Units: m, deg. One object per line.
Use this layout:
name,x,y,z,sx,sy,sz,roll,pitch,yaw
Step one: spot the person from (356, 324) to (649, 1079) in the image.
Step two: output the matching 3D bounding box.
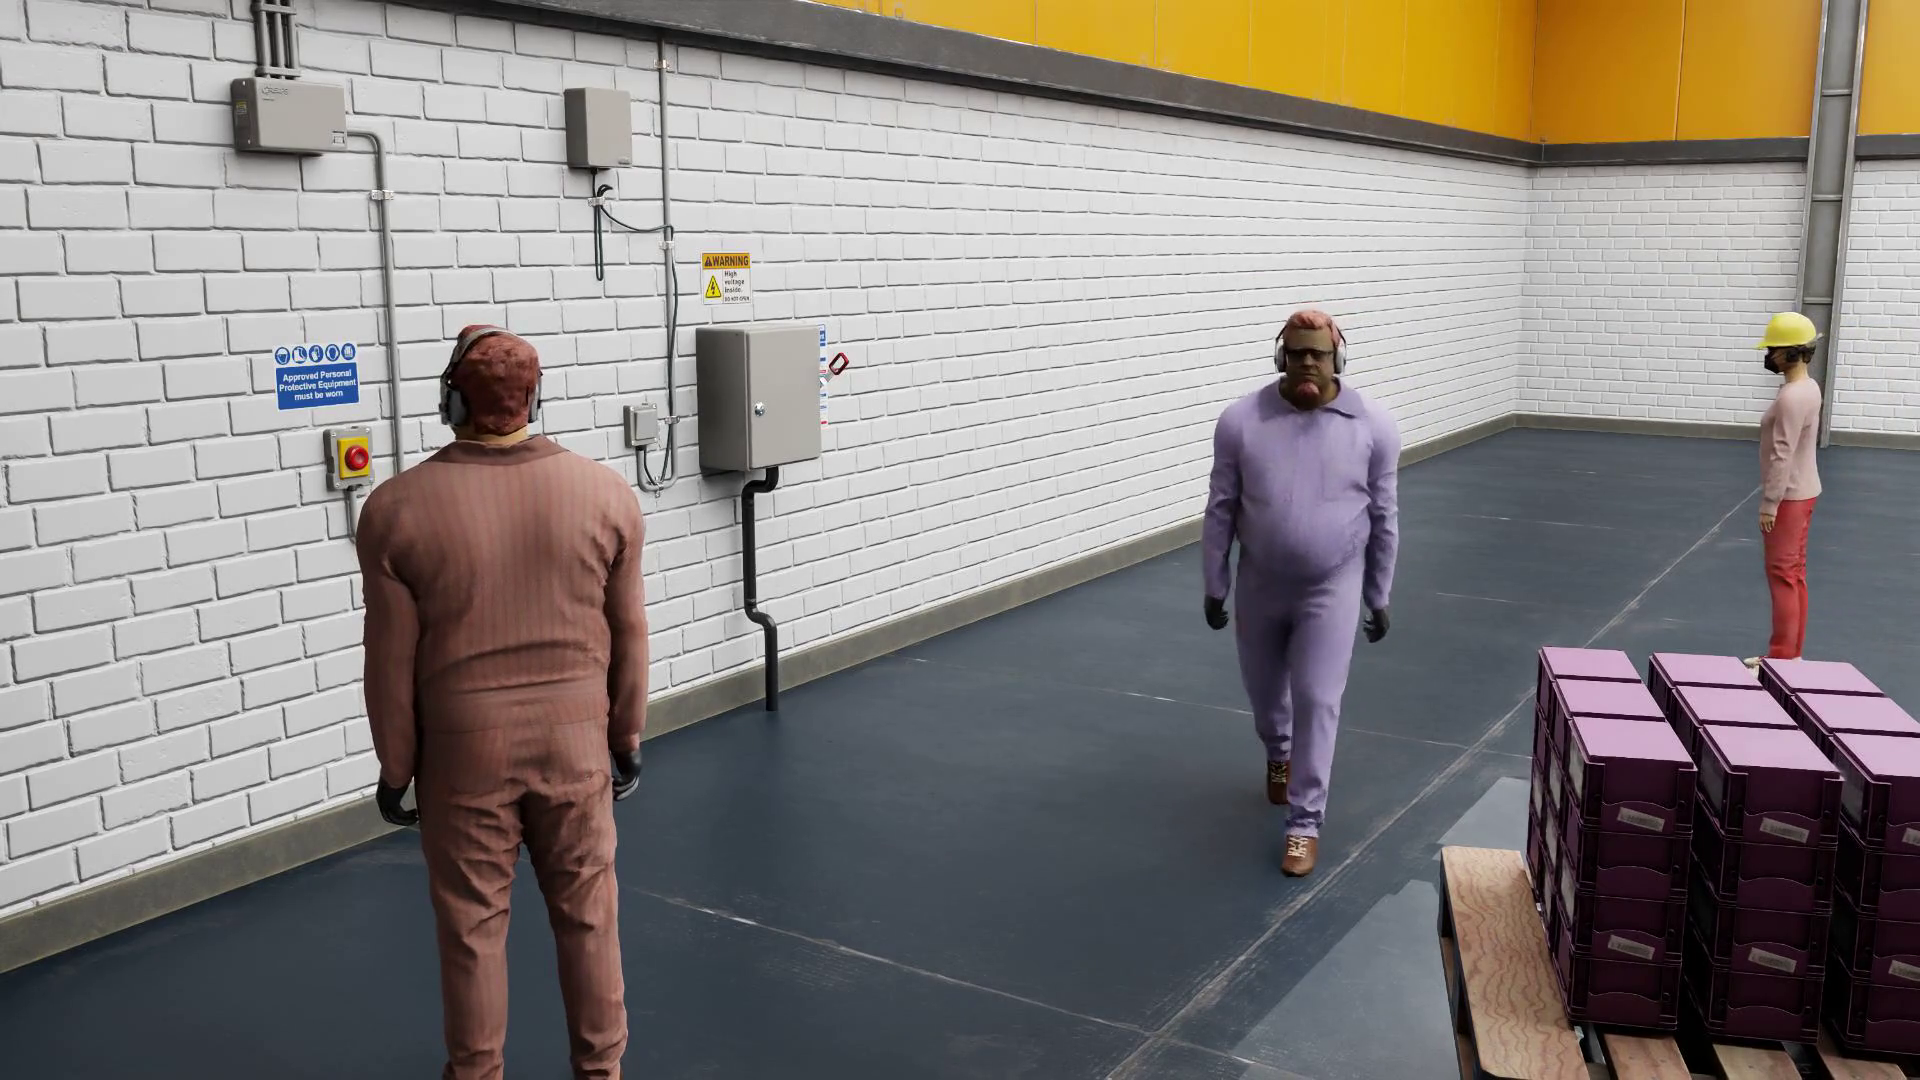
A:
person,-1.043,0.462,3.866,0.641,1.913,0.407,-5,11,-26

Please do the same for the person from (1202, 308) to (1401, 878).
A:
person,1.183,0.132,5.800,0.656,1.885,0.862,4,11,19

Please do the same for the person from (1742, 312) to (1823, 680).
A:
person,3.926,-0.201,7.958,0.336,1.762,0.525,7,12,33
